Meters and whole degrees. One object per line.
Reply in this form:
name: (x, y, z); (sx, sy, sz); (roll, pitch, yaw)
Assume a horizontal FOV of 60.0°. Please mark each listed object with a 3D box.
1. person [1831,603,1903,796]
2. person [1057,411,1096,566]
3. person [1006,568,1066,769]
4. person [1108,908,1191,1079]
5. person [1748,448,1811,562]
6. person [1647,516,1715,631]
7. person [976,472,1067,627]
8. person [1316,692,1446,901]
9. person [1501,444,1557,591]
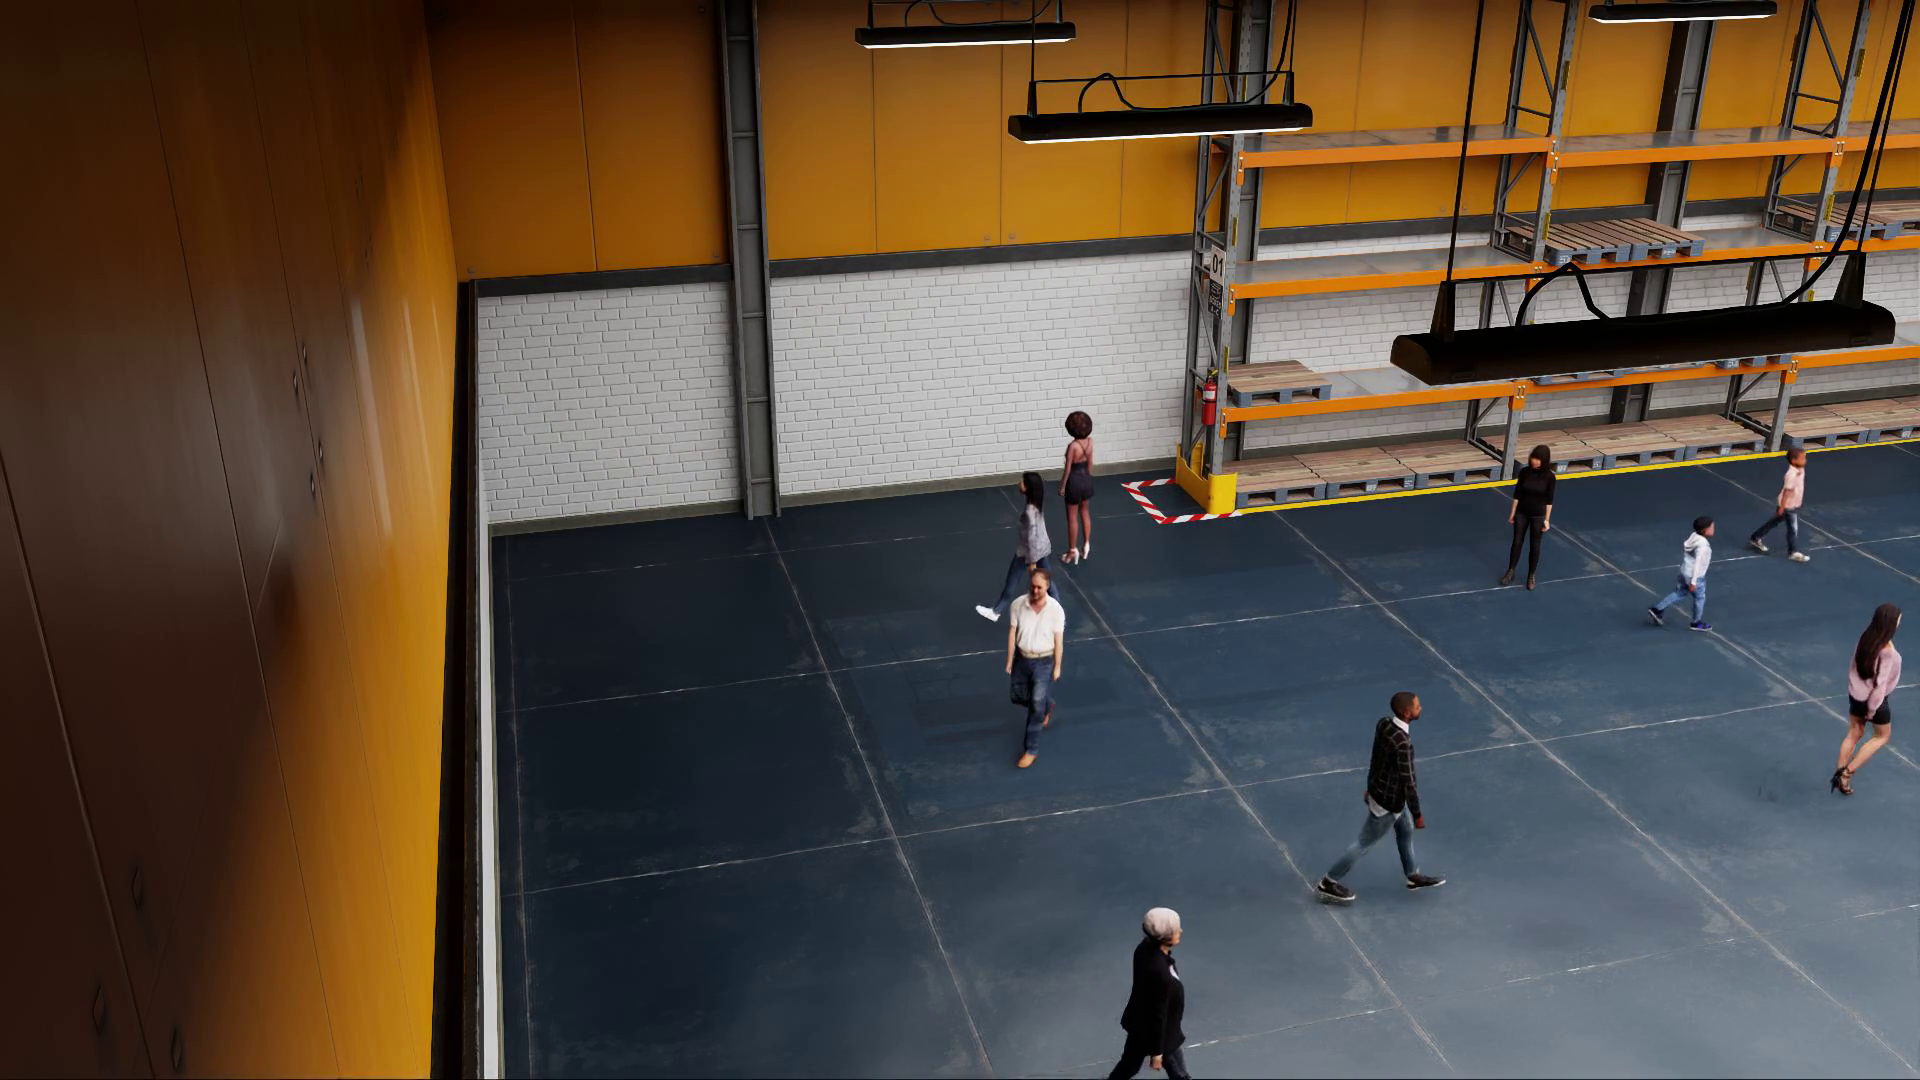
person: (7.552, 1.362, 13.993); (0.640, 1.800, 0.649); (-3, 24, -6)
person: (1.320, -0.576, 18.441); (0.633, 1.789, 0.726); (-22, 32, -40)
person: (0.693, 1.046, 14.665); (1.065, 1.840, 1.117); (12, 26, 26)
person: (1.114, 3.023, 10.110); (1.125, 1.735, 0.836); (-3, 24, -7)
person: (9.251, -0.427, 18.726); (0.910, 1.287, 0.890); (16, 28, 32)
person: (7.436, 0.340, 17.026); (0.918, 1.243, 0.685); (2, 24, 5)
person: (0.827, 0.148, 16.918); (1.241, 1.682, 1.070); (8, 25, 17)
person: (3.133, 1.995, 12.593); (1.317, 1.762, 0.895); (0, 24, 0)
person: (6.164, -0.277, 17.944); (0.647, 1.640, 0.705); (13, 27, 28)
